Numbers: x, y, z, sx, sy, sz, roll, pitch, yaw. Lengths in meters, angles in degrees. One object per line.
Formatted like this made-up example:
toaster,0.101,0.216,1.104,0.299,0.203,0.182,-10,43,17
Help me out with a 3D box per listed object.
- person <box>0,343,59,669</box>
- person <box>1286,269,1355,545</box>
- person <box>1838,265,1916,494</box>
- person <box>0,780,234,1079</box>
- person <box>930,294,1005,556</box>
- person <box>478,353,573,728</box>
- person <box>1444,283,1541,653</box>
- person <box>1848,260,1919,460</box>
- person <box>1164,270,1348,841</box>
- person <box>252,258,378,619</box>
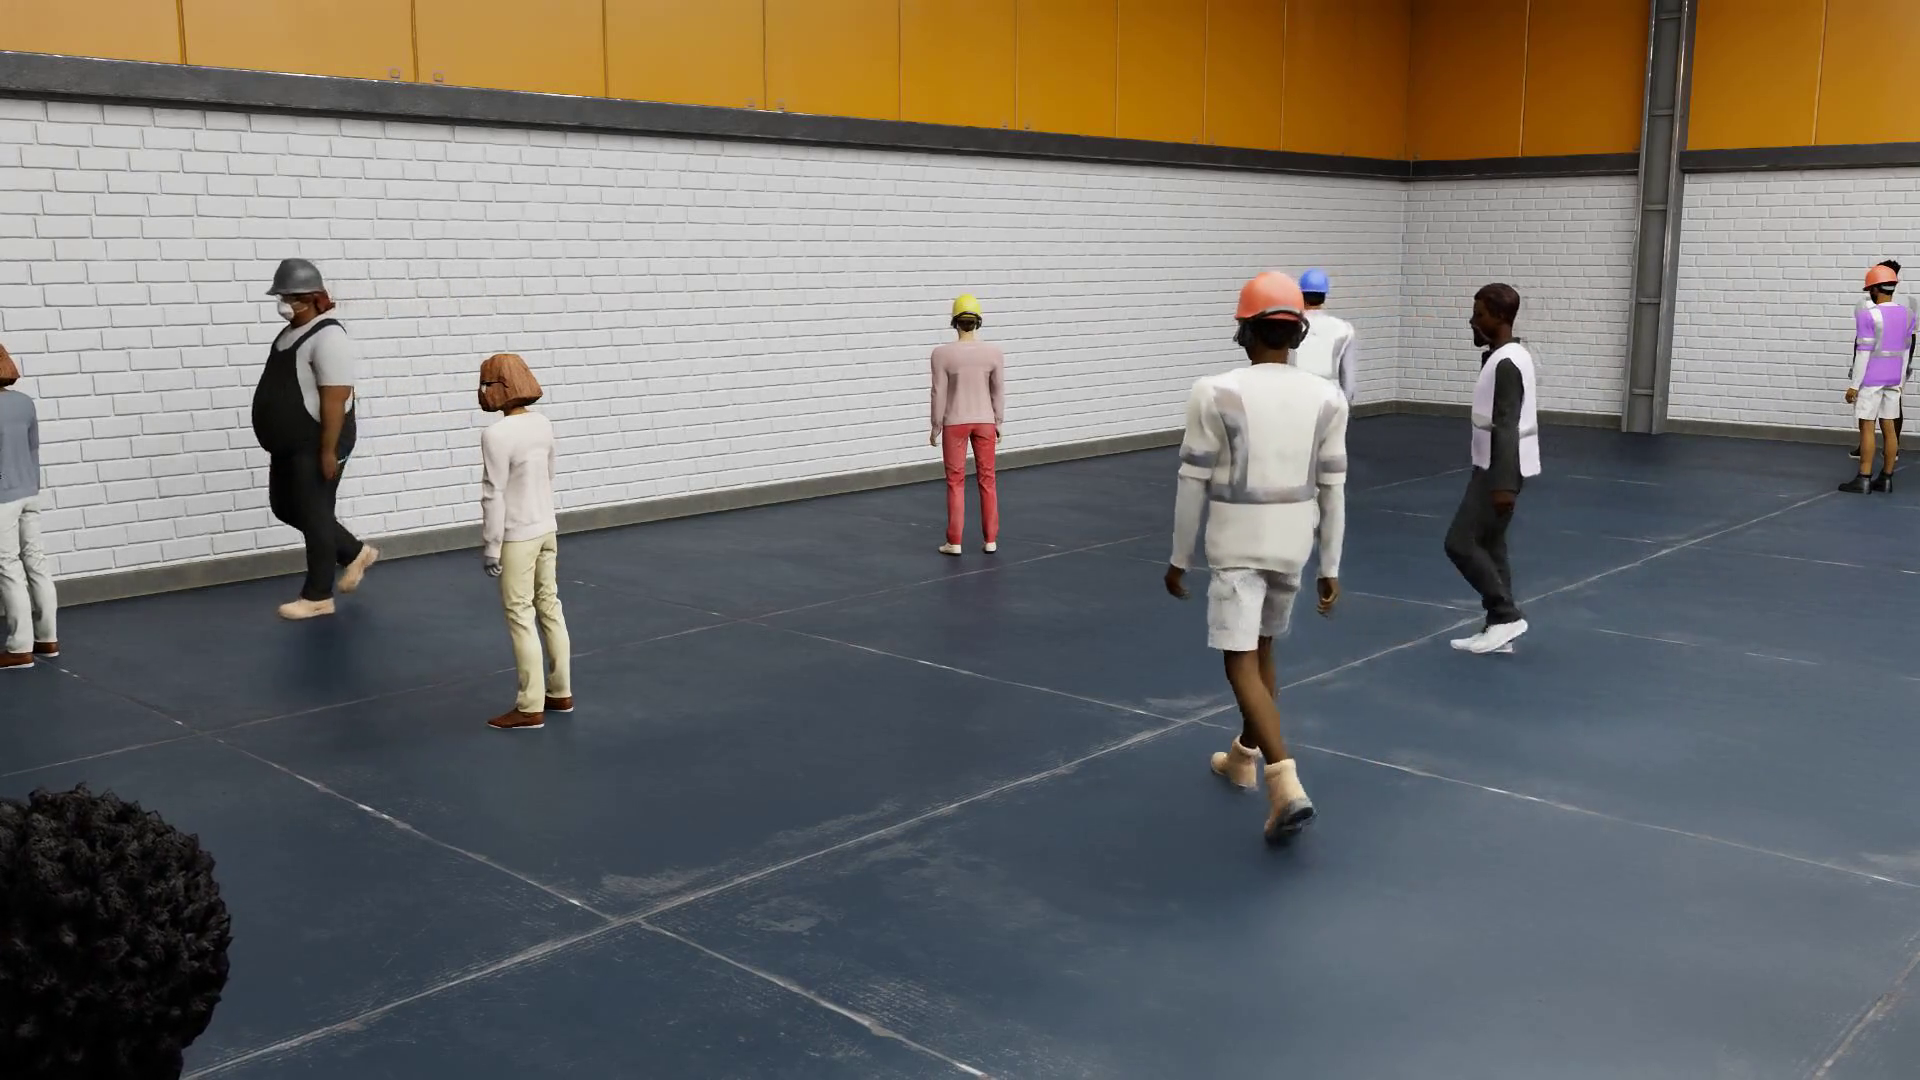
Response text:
person,-4.736,-0.176,8.242,0.281,1.633,0.501,1,10,6
person,2.475,-0.948,11.795,0.631,1.921,0.661,0,10,2
person,7.750,-1.349,14.085,0.543,1.928,0.373,-3,10,-16
person,-0.623,1.016,1.301,0.321,1.689,0.530,4,11,22
person,0.047,-0.770,11.245,0.524,1.770,0.315,-3,10,-15
person,-1.915,0.004,7.254,0.287,1.627,0.497,3,10,15
person,2.700,-0.345,8.438,0.464,1.899,0.615,3,10,16
person,9.033,-1.753,16.297,0.608,1.958,0.386,1,10,3
person,1.107,0.039,5.980,0.611,2.008,0.993,-3,10,-16
person,-3.659,-0.583,9.402,0.622,2.000,0.697,-9,13,-40
